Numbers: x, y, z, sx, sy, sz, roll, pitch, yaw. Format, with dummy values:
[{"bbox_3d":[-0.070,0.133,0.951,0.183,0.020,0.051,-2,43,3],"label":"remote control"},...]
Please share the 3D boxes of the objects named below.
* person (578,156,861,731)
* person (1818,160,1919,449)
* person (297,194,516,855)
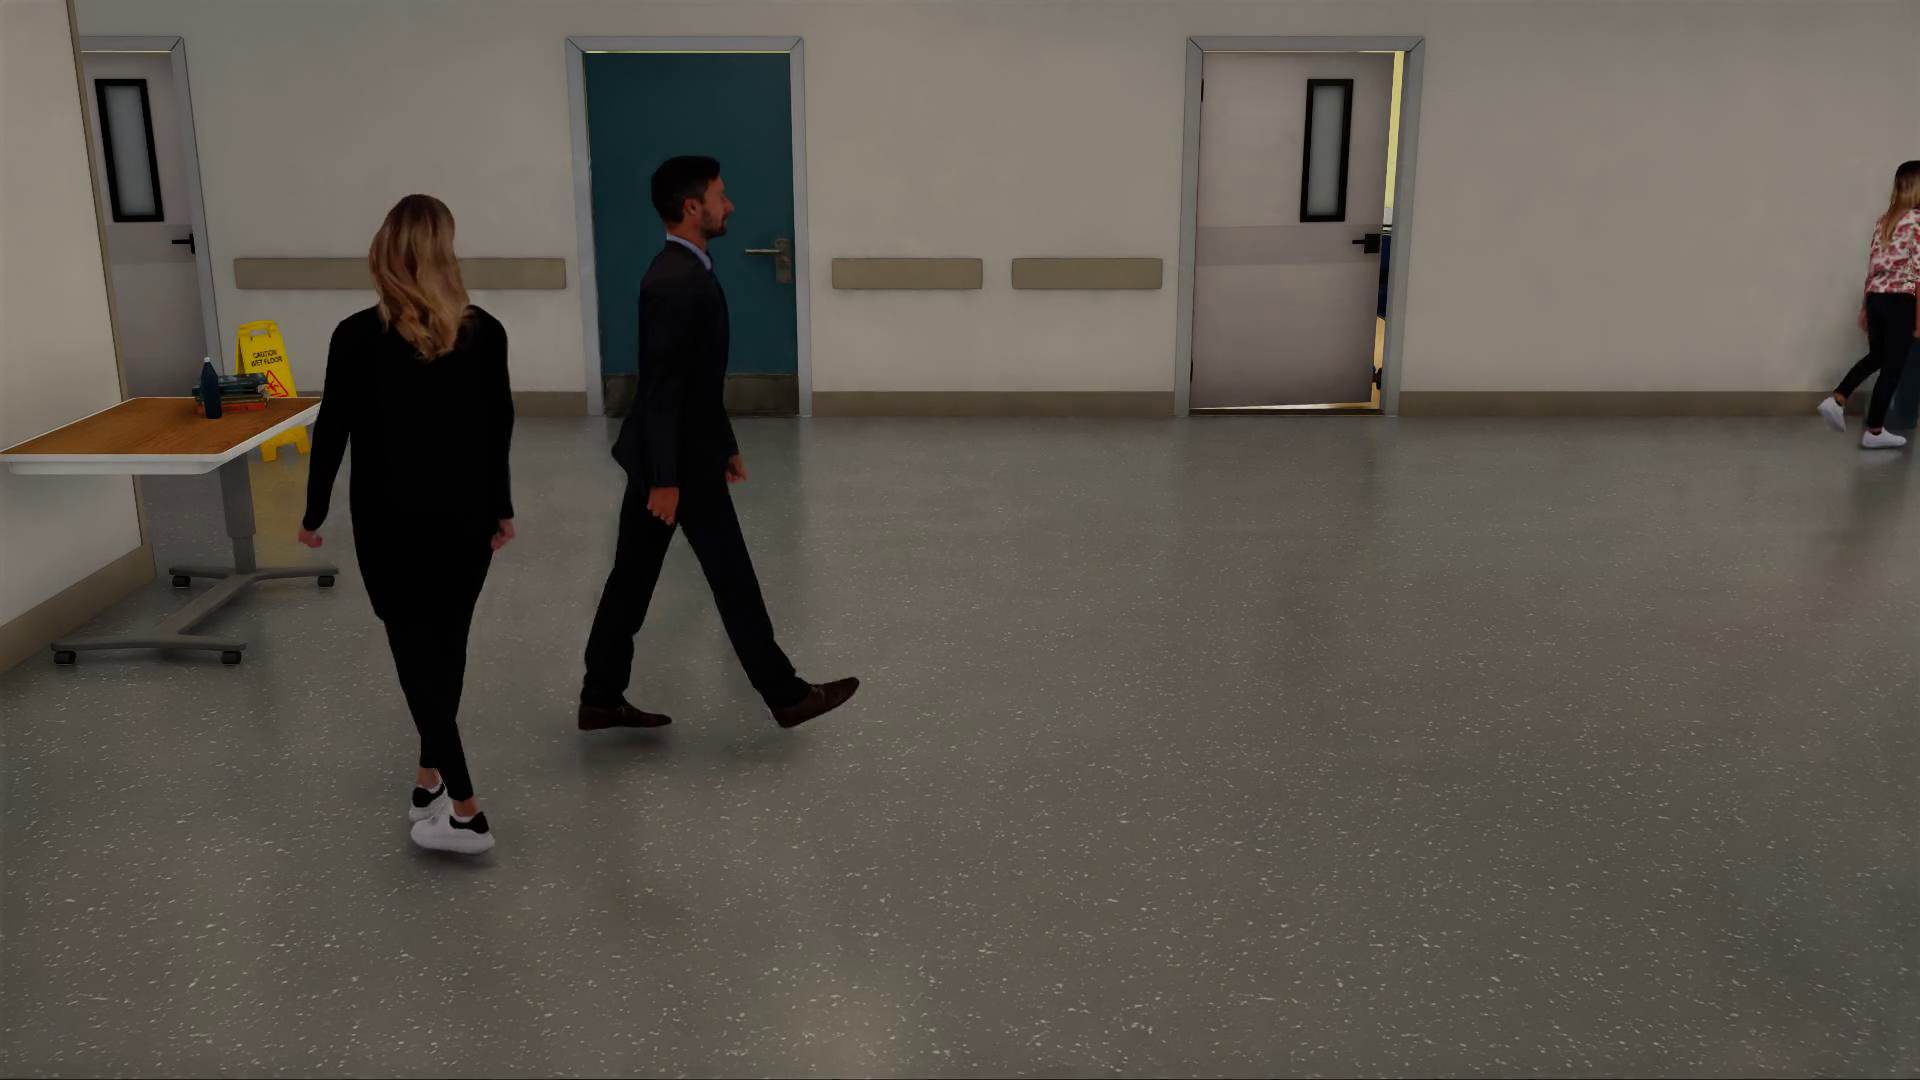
[{"bbox_3d":[-0.967,-0.228,5.192,1.198,1.828,0.843,-3,16,-12],"label":"person"},{"bbox_3d":[5.226,-1.322,9.455,0.721,1.620,0.601,-1,16,-5],"label":"person"},{"bbox_3d":[-1.404,0.005,4.458,0.887,1.776,0.952,-14,21,-40],"label":"person"}]
